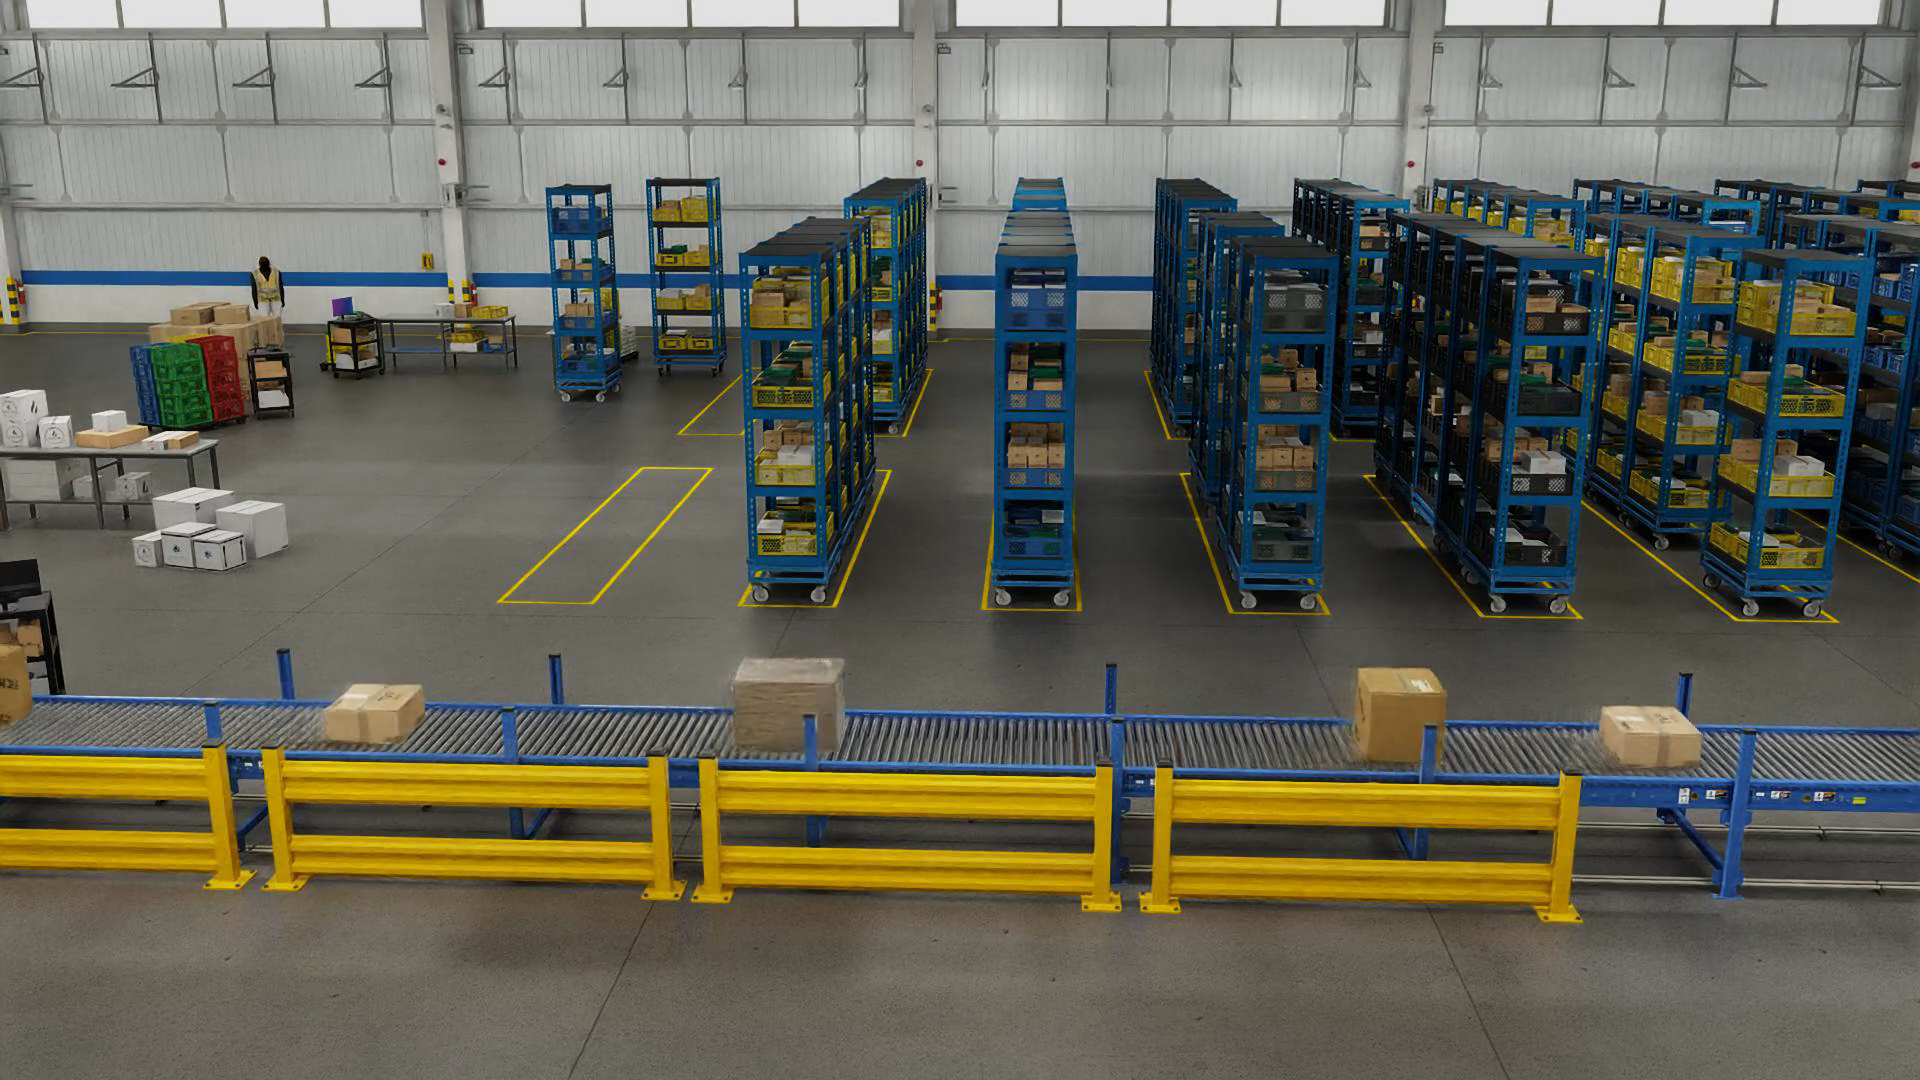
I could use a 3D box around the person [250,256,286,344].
[{"bbox_3d":[-14.360,-4.976,34.553,0.632,1.832,0.430,-8,17,-27],"label":"person"}]
